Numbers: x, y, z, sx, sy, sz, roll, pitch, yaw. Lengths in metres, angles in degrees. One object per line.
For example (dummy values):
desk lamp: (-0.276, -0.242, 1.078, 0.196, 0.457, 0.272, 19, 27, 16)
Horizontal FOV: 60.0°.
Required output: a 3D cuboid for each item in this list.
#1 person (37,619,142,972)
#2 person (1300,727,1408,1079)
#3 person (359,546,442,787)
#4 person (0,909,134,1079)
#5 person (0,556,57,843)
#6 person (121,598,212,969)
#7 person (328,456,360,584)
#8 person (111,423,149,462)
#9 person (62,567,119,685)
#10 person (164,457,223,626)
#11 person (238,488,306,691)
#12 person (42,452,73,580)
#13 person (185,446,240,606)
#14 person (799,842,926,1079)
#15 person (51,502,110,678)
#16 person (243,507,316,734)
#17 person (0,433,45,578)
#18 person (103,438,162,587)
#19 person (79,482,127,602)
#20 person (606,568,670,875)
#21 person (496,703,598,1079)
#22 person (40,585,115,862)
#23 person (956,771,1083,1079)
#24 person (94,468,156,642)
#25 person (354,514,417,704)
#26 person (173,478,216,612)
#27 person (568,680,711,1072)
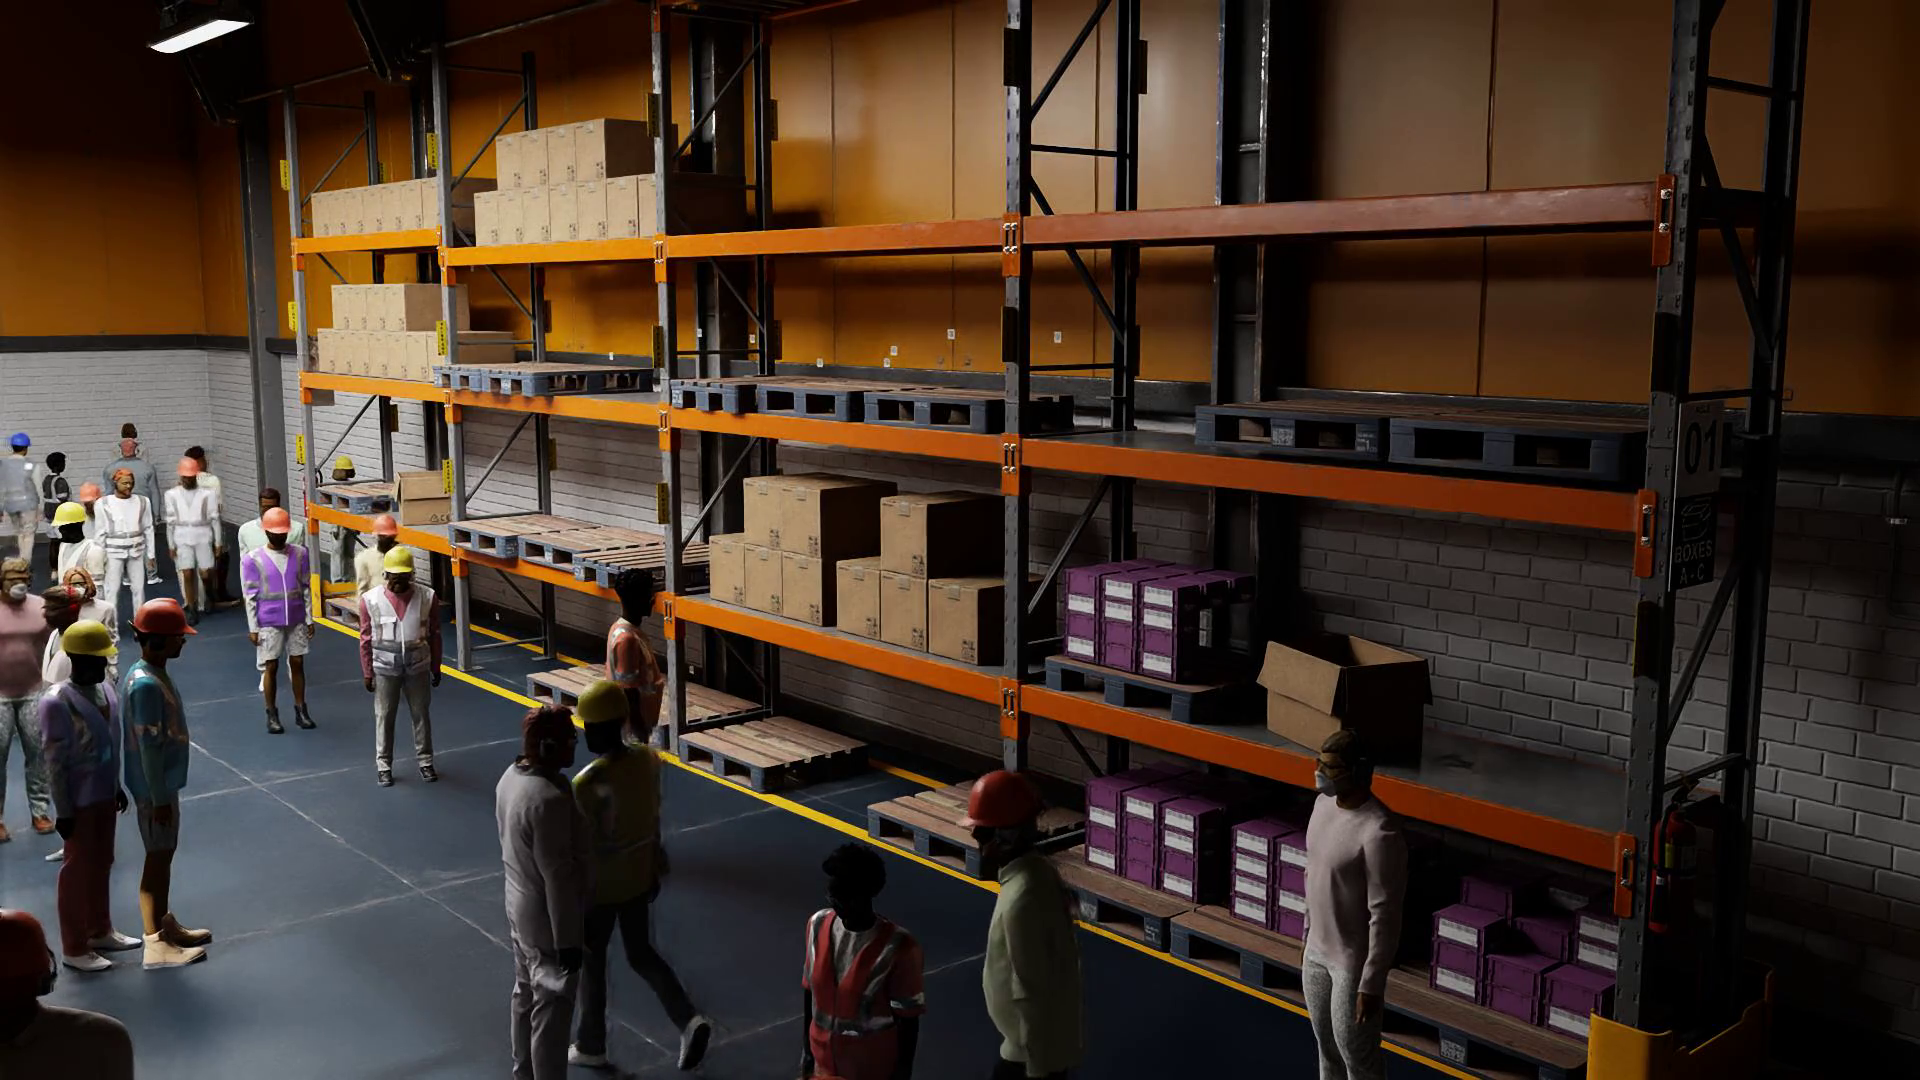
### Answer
person: (-4.768, 1.381, 9.144, 0.386, 1.922, 0.594, 0, 8, 3)
person: (1.571, 1.713, 6.796, 0.372, 1.940, 0.631, -2, 9, -16)
person: (-4.207, 0.946, 12.543, 0.591, 1.823, 0.404, -3, 9, -23)
person: (-2.639, 1.991, 4.715, 0.617, 1.984, 0.408, -3, 9, -21)
person: (-6.431, 1.062, 11.342, 0.651, 1.932, 0.407, -7, 11, -42)
person: (-4.375, 1.326, 9.165, 0.403, 2.035, 0.606, -3, 9, -21)
person: (-7.572, -0.164, 20.515, 0.314, 1.744, 0.487, 2, 9, 16)
person: (-12.293, -0.818, 24.711, 0.517, 1.842, 0.326, -2, 9, -16)
person: (-6.712, 1.010, 12.731, 0.499, 1.633, 0.286, -6, 10, -35)
person: (-8.635, 0.003, 18.764, 0.588, 1.913, 0.584, -2, 8, -16)
person: (-6.437, 0.456, 15.632, 0.590, 1.912, 0.391, -3, 9, -20)
person: (-11.700, -0.298, 21.605, 0.532, 1.698, 0.319, 7, 11, 39)
person: (-9.007, -0.161, 19.866, 0.685, 1.921, 0.374, 3, 9, 21)
person: (-0.374, 1.930, 6.132, 0.531, 1.692, 0.320, 5, 10, 32)
person: (-7.657, 0.618, 14.485, 0.588, 1.919, 0.388, 6, 10, 35)
person: (-5.733, 0.677, 14.057, 0.548, 1.925, 0.392, -7, 11, -41)
person: (-12.275, -0.458, 21.926, 0.634, 1.917, 0.757, 1, 8, 5)
person: (-10.559, -0.356, 21.279, 0.643, 1.910, 0.411, -2, 9, -16)
person: (-9.233, 0.232, 17.785, 0.602, 1.728, 0.428, -3, 9, -20)
person: (-2.075, 1.146, 10.638, 0.367, 1.966, 0.606, -2, 8, -13)
person: (-1.790, 1.654, 7.319, 0.402, 1.905, 0.652, -5, 10, -31)
person: (-5.683, 1.196, 10.711, 0.570, 1.843, 0.380, 7, 11, 40)
person: (0.250, 1.809, 6.042, 0.553, 1.957, 0.650, 1, 8, 9)
person: (-8.954, 0.158, 17.863, 0.589, 1.872, 0.375, -7, 11, -42)
person: (-5.191, 0.616, 15.095, 0.574, 1.736, 0.407, -6, 10, -37)
person: (-8.961, 0.050, 19.445, 0.532, 1.630, 0.364, -6, 10, -35)
person: (-1.563, 1.589, 7.775, 0.789, 1.905, 0.599, 5, 9, 30)
